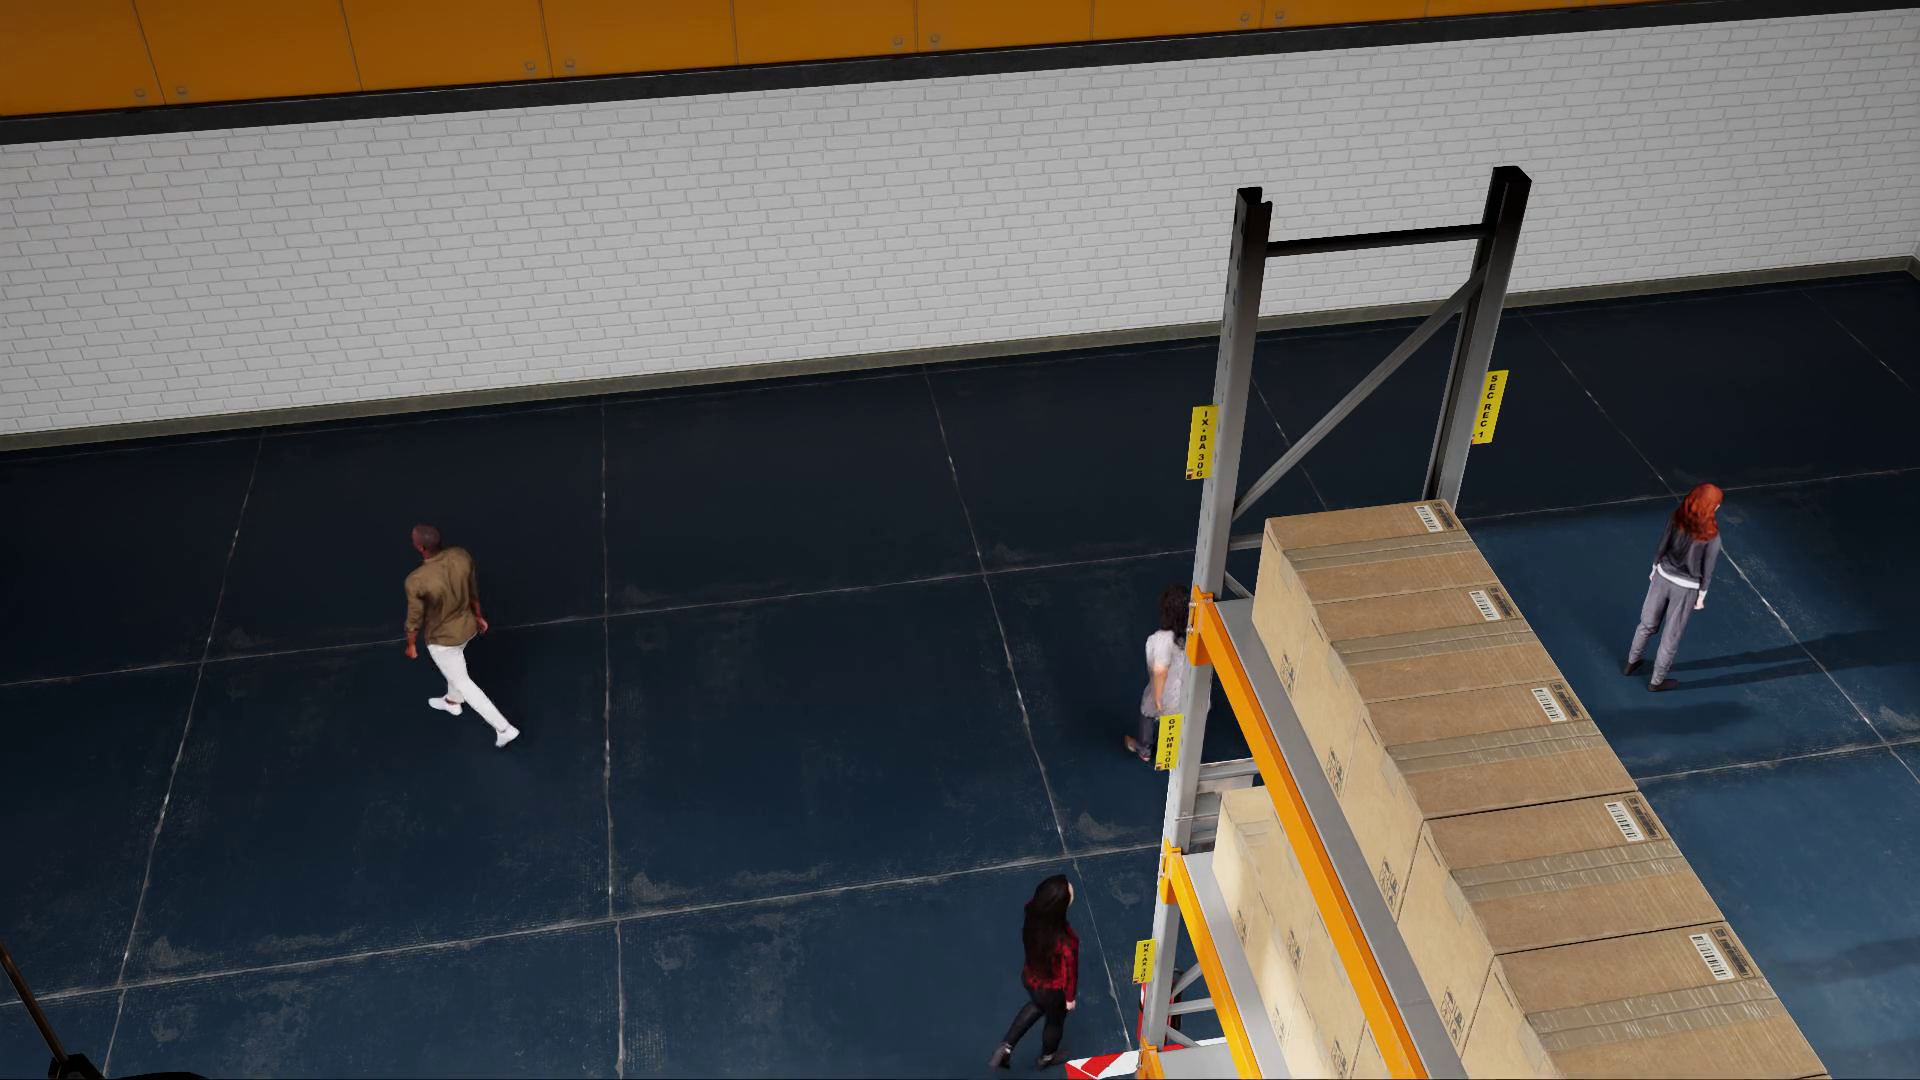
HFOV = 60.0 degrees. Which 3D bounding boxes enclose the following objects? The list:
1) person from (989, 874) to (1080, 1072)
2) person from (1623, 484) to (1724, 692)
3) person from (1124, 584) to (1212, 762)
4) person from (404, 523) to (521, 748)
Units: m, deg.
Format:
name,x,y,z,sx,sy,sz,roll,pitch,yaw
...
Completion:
name,x,y,z,sx,sy,sz,roll,pitch,yaw
person,0.424,2.502,9.252,0.799,1.642,0.801,-21,43,-25
person,5.110,0.326,11.866,0.700,1.779,0.552,-22,44,-25
person,1.504,1.007,11.172,0.789,1.581,0.906,-19,43,-23
person,-3.436,0.675,11.413,1.205,1.800,1.210,17,42,20
